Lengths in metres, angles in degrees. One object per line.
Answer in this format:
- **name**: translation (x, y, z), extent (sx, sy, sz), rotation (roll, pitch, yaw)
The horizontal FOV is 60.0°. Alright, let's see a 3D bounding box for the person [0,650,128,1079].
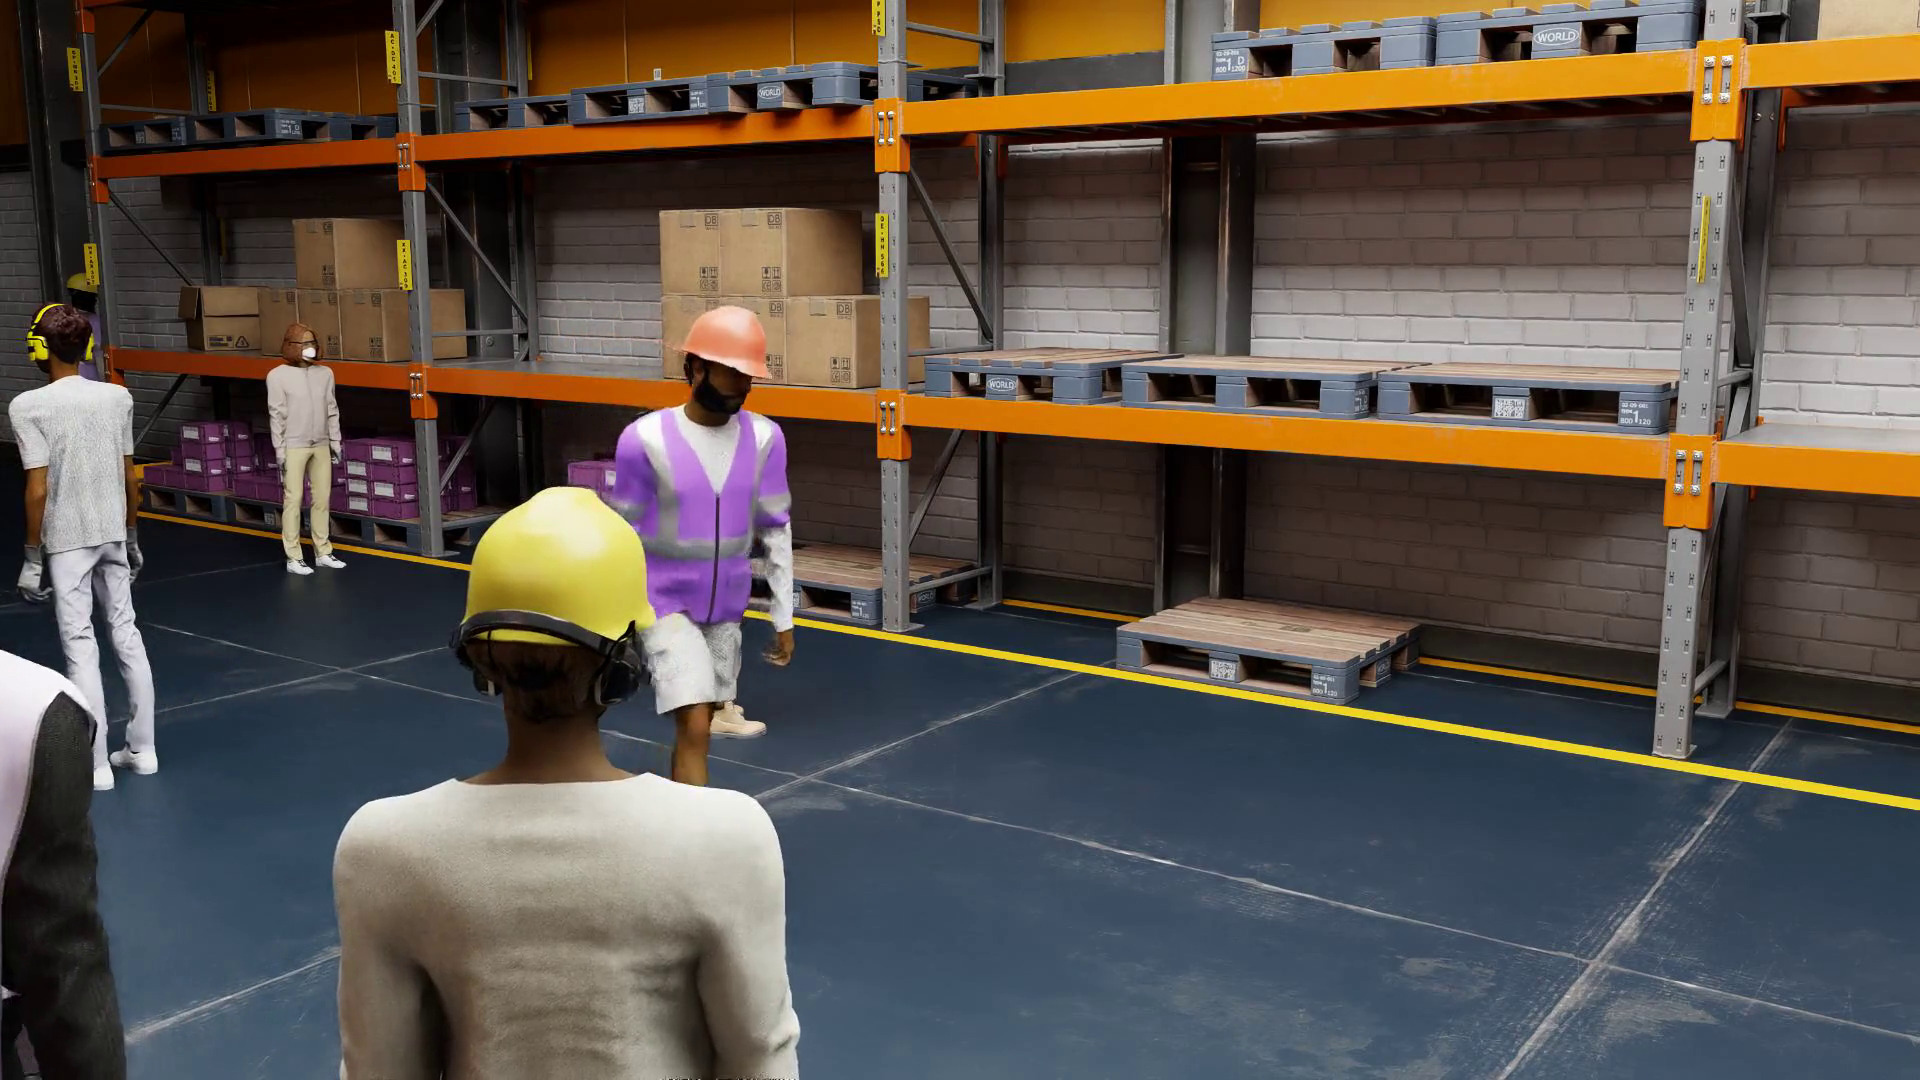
- **person**: translation (-1.285, 0.763, 1.938), extent (0.613, 1.888, 0.439), rotation (-1, 10, -4)

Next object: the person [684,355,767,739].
- **person**: translation (-1.033, -0.007, 7.094), extent (0.318, 1.700, 0.535), rotation (-4, 10, -23)

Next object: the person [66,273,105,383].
- **person**: translation (-7.479, -1.318, 14.257), extent (0.585, 1.917, 0.382), rotation (4, 10, 24)

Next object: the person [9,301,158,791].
- **person**: translation (-3.370, 0.030, 6.364), extent (0.335, 1.873, 0.521), rotation (5, 11, 25)

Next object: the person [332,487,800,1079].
- **person**: translation (-0.446, 0.819, 1.977), extent (0.523, 1.769, 0.323), rotation (0, 10, -1)

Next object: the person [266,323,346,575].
- **person**: translation (-4.240, -0.591, 10.798), extent (0.281, 1.625, 0.497), rotation (6, 11, 33)

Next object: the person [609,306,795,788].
- **person**: translation (-0.805, 0.216, 5.204), extent (0.572, 1.875, 0.970), rotation (-6, 11, -34)
